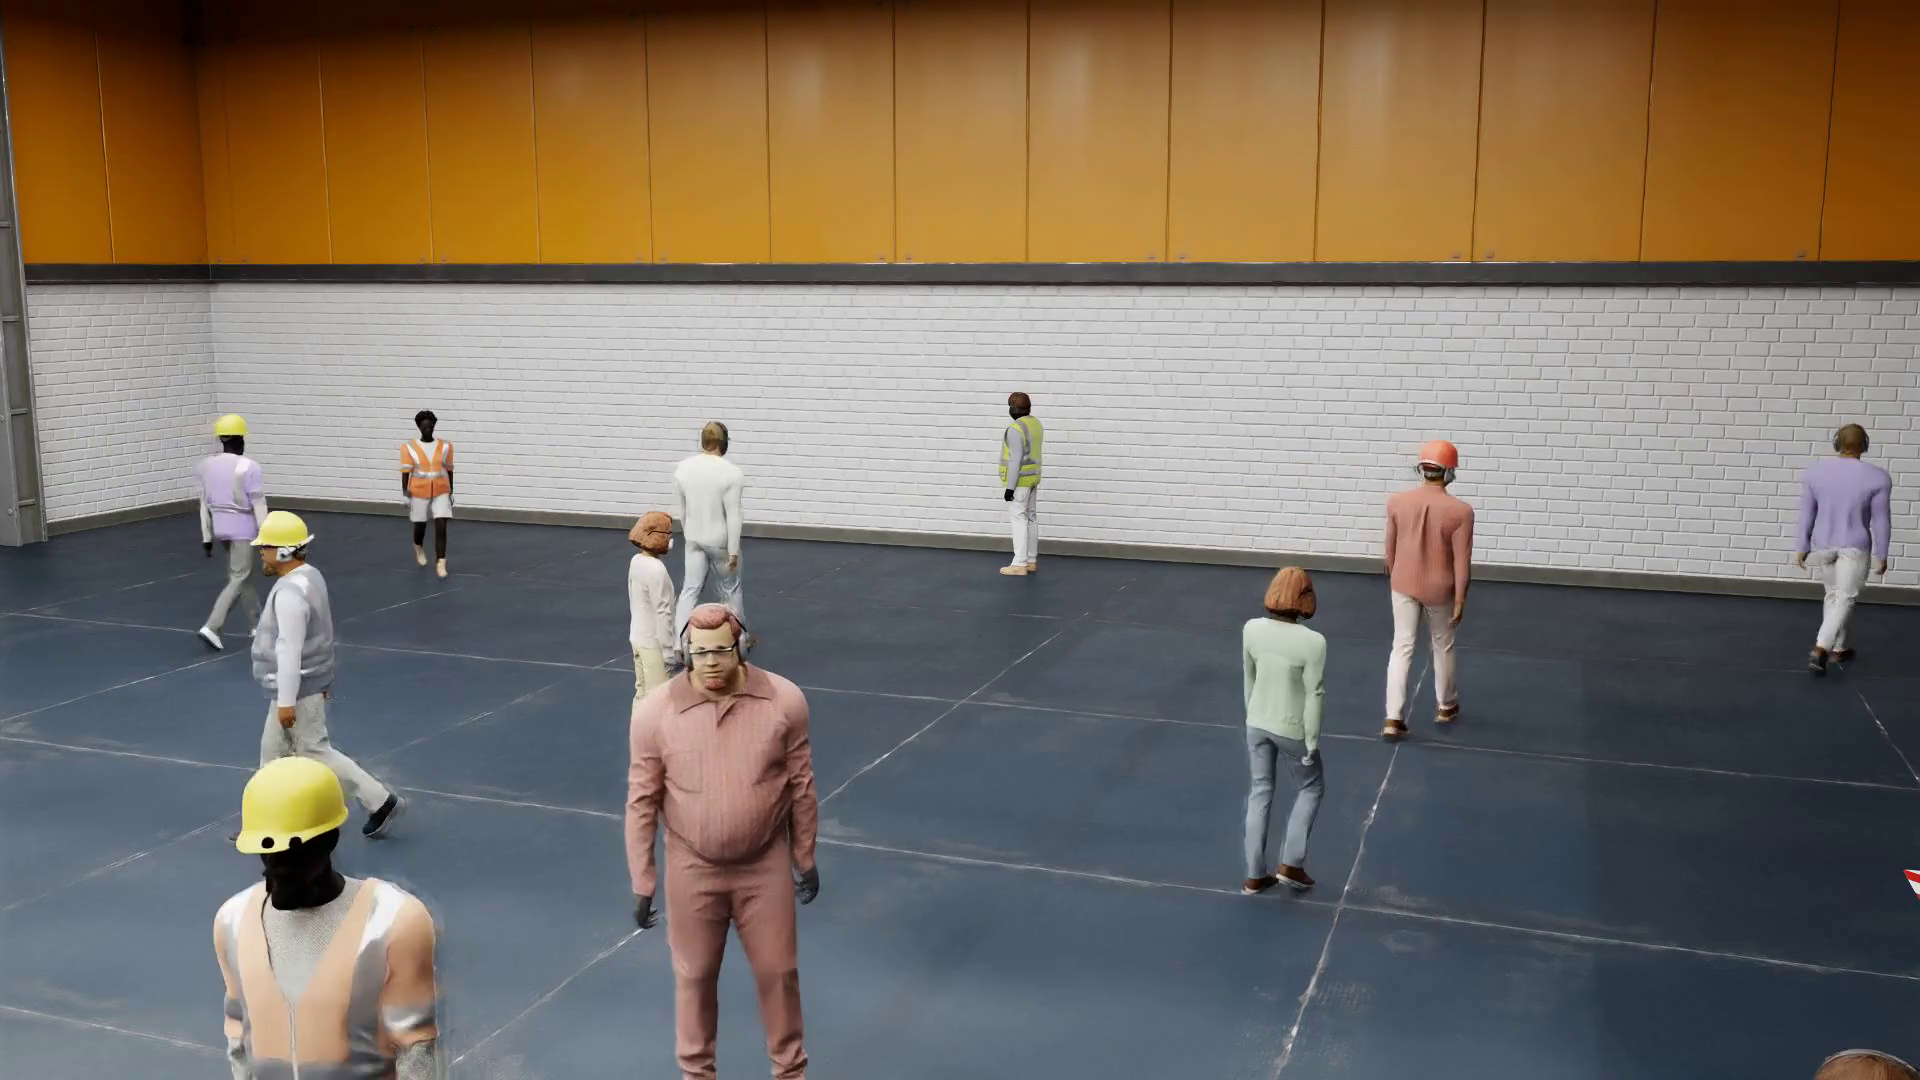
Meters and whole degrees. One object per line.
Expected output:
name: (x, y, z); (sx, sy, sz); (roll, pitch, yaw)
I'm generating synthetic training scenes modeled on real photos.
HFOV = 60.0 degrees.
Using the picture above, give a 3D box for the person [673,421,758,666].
person: (-1.951, 0.018, 12.937); (0.637, 1.894, 1.013); (4, 10, 22)

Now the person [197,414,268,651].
person: (-5.909, -0.077, 13.495); (0.592, 1.892, 0.936); (3, 10, 20)

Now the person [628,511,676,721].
person: (-1.812, 0.636, 9.881); (0.280, 1.633, 0.498); (-5, 10, -28)

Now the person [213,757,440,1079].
person: (-1.529, 1.431, 4.130); (0.590, 1.904, 0.833); (1, 9, 7)

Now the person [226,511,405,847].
person: (-3.427, 0.734, 8.758); (0.864, 1.804, 0.595); (-3, 10, -16)

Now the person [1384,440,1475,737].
person: (3.068, 0.312, 10.955); (0.609, 1.948, 1.010); (5, 11, 30)

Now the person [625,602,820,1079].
person: (-0.831, 1.149, 5.885); (0.671, 1.898, 0.408); (-2, 9, -11)

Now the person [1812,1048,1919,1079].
person: (1.378, 1.695, 2.669); (0.626, 1.846, 0.429); (6, 11, 32)

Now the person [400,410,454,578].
person: (-5.353, -0.484, 16.721); (0.536, 1.669, 0.762); (-5, 10, -26)

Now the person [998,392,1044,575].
person: (0.600, -0.569, 16.719); (0.429, 1.840, 0.635); (4, 10, 25)

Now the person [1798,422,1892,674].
person: (6.690, 0.056, 12.644); (0.973, 1.906, 0.635); (-8, 12, -40)

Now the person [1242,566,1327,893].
person: (1.579, 0.928, 8.119); (0.512, 1.617, 0.438); (8, 12, 42)
